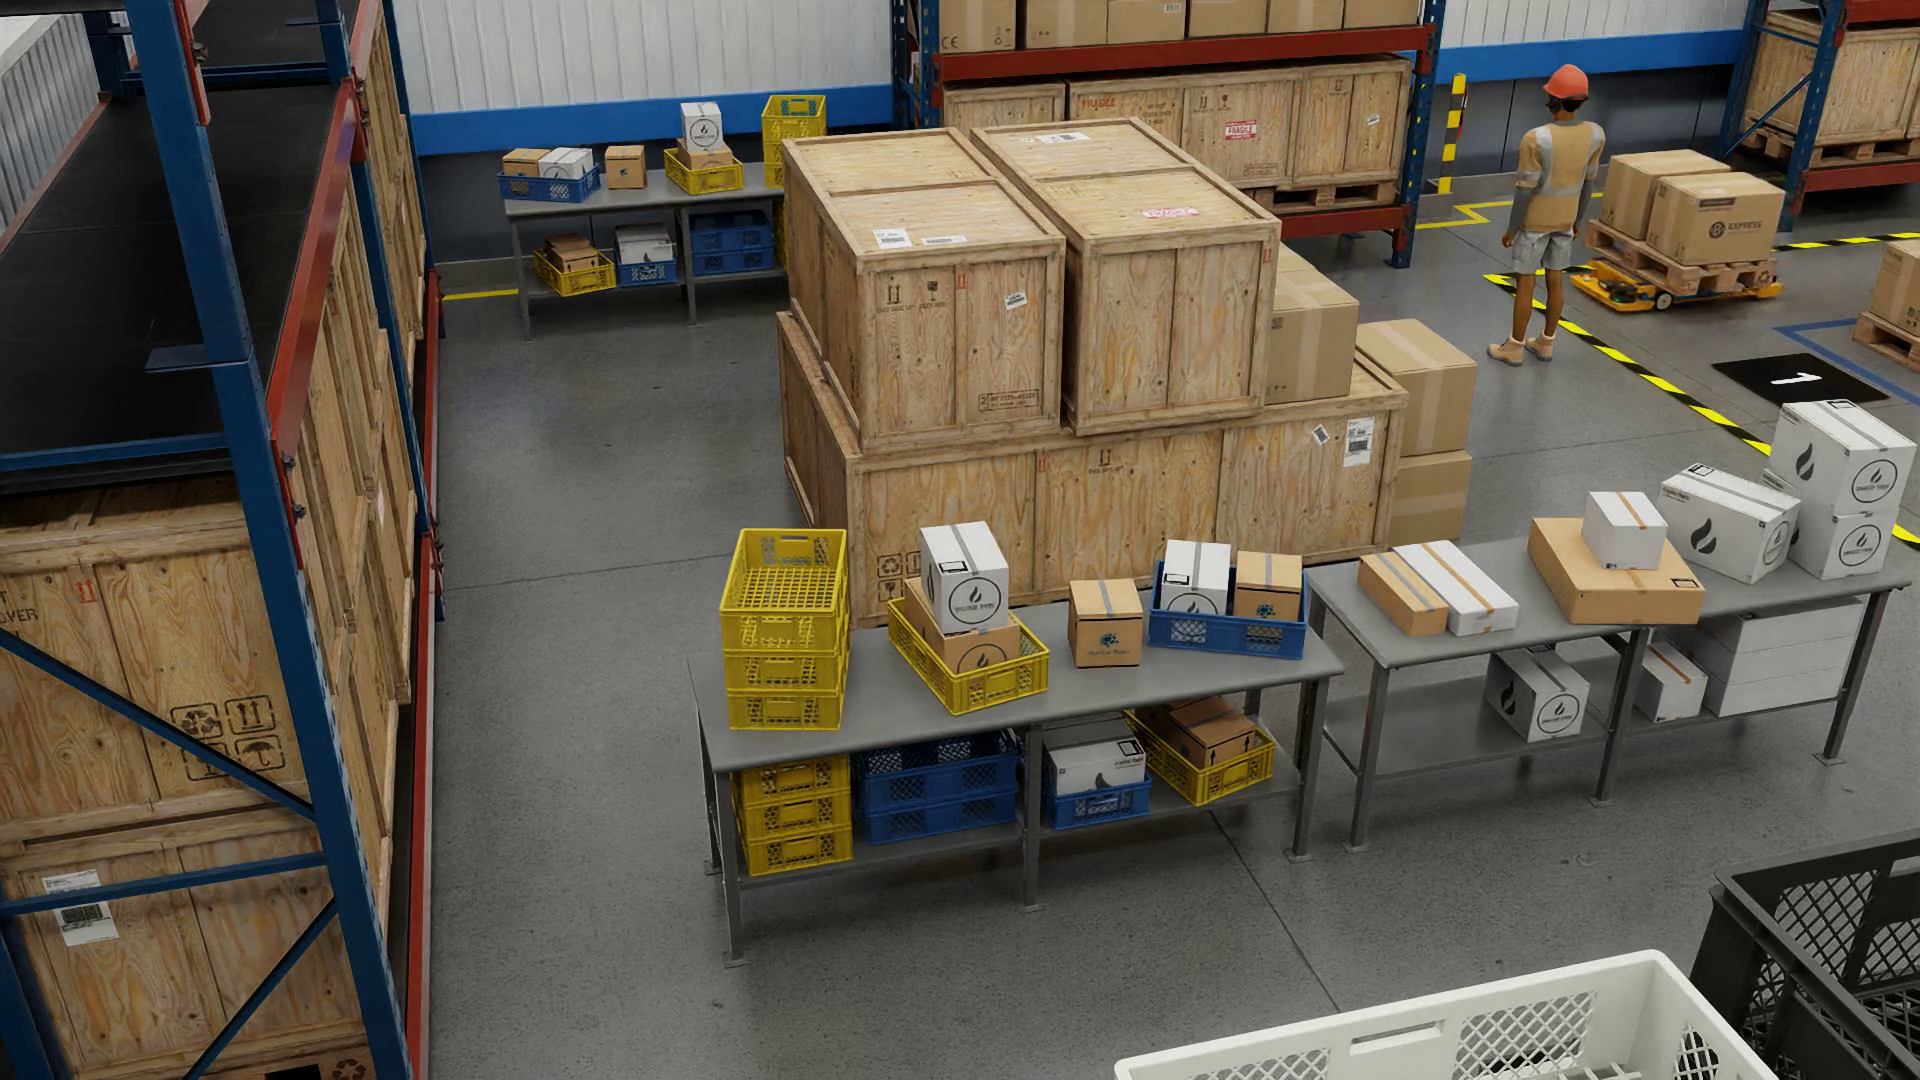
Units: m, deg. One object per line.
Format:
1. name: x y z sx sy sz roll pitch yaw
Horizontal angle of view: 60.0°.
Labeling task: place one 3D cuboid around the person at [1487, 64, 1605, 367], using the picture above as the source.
1. person: 3.941 -2.163 11.203 0.607 2.048 0.365 -9 30 -16
